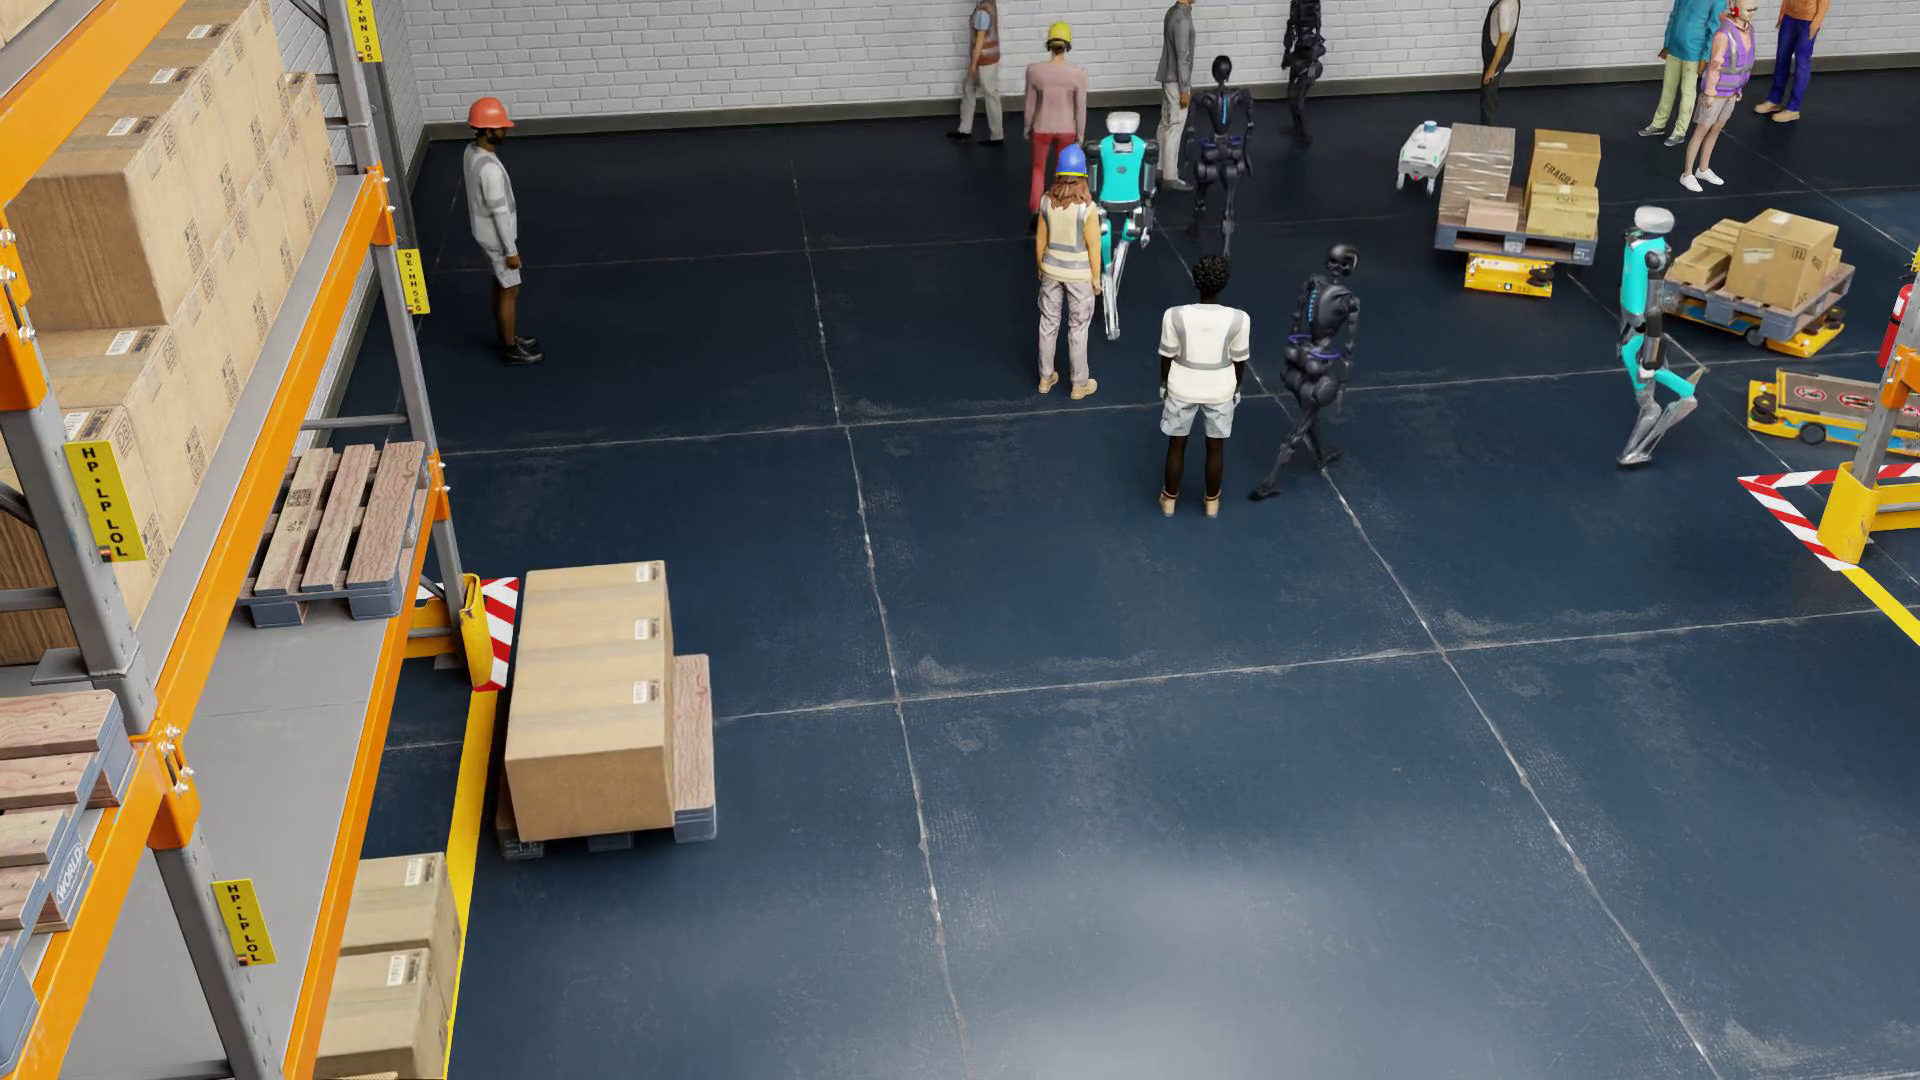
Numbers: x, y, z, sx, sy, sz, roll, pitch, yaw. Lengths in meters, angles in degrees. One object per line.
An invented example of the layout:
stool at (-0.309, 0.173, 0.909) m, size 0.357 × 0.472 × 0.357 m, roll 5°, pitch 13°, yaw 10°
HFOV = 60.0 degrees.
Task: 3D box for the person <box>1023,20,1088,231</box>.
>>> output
person at (0.775, -3.384, 13.683) m, size 0.534 × 1.744 × 0.615 m, roll 4°, pitch 33°, yaw 6°

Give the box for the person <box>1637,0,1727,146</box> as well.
person at (6.761, -4.576, 15.504) m, size 0.328 × 1.752 × 0.560 m, roll -14°, pitch 36°, yaw -20°

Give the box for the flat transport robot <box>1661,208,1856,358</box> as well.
flat transport robot at (5.828, -1.763, 12.554) m, size 1.431 × 0.231 × 0.659 m, roll 28°, pitch 42°, yaw 36°

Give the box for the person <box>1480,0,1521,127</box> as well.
person at (4.818, -4.329, 15.044) m, size 0.331 × 1.844 × 0.516 m, roll 10°, pitch 34°, yaw 15°

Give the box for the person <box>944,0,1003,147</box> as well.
person at (0.107, -4.465, 15.401) m, size 0.681 × 1.663 × 0.472 m, roll 2°, pitch 33°, yaw 3°

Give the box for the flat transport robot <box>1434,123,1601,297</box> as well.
flat transport robot at (4.458, -2.364, 13.474) m, size 0.659 × 0.231 × 1.431 m, roll 9°, pitch 34°, yaw 14°

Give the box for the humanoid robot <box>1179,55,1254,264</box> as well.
humanoid robot at (2.063, -3.070, 13.306) m, size 0.599 × 1.627 × 0.761 m, roll -3°, pitch 33°, yaw -4°

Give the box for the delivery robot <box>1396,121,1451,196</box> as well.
delivery robot at (4.165, -3.449, 14.872) m, size 0.499 × 0.590 × 0.789 m, roll 15°, pitch 36°, yaw 21°

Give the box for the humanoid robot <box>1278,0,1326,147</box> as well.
humanoid robot at (3.191, -4.495, 15.455) m, size 0.327 × 1.644 × 0.589 m, roll -12°, pitch 35°, yaw -18°

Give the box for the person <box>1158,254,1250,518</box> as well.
person at (1.432, -0.892, 9.914) m, size 0.533 × 1.693 × 0.320 m, roll 4°, pitch 33°, yaw 5°

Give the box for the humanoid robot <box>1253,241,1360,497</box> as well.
humanoid robot at (2.164, -1.051, 10.218) m, size 0.820 × 1.622 × 0.601 m, roll -17°, pitch 37°, yaw -24°

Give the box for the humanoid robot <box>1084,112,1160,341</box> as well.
humanoid robot at (1.132, -2.339, 12.113) m, size 0.530 × 1.762 × 0.883 m, roll 0°, pitch 33°, yaw 0°

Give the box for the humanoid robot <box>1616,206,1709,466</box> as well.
humanoid robot at (4.389, -1.163, 10.372) m, size 0.751 × 1.872 × 0.563 m, roll 1°, pitch 33°, yaw 1°

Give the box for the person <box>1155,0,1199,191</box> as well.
person at (1.884, -4.002, 14.496) m, size 0.380 × 1.896 × 0.548 m, roll -3°, pitch 33°, yaw -5°

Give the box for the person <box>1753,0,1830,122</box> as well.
person at (8.117, -5.063, 16.060) m, size 0.404 × 1.973 × 0.514 m, roll -13°, pitch 35°, yaw -18°

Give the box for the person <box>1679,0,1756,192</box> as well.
person at (6.656, -3.917, 14.550) m, size 0.481 × 1.693 × 0.348 m, roll -21°, pitch 38°, yaw -29°

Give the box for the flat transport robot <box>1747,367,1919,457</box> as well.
flat transport robot at (6.049, -0.818, 11.106) m, size 1.431 × 0.231 × 0.659 m, roll 13°, pitch 35°, yaw 19°

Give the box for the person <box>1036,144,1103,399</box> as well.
person at (0.733, -1.796, 11.221) m, size 0.471 × 1.781 × 0.302 m, roll 15°, pitch 36°, yaw 22°

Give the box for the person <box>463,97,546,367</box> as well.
person at (-3.197, -2.134, 11.612) m, size 0.388 × 1.926 × 0.546 m, roll -16°, pitch 37°, yaw -23°
